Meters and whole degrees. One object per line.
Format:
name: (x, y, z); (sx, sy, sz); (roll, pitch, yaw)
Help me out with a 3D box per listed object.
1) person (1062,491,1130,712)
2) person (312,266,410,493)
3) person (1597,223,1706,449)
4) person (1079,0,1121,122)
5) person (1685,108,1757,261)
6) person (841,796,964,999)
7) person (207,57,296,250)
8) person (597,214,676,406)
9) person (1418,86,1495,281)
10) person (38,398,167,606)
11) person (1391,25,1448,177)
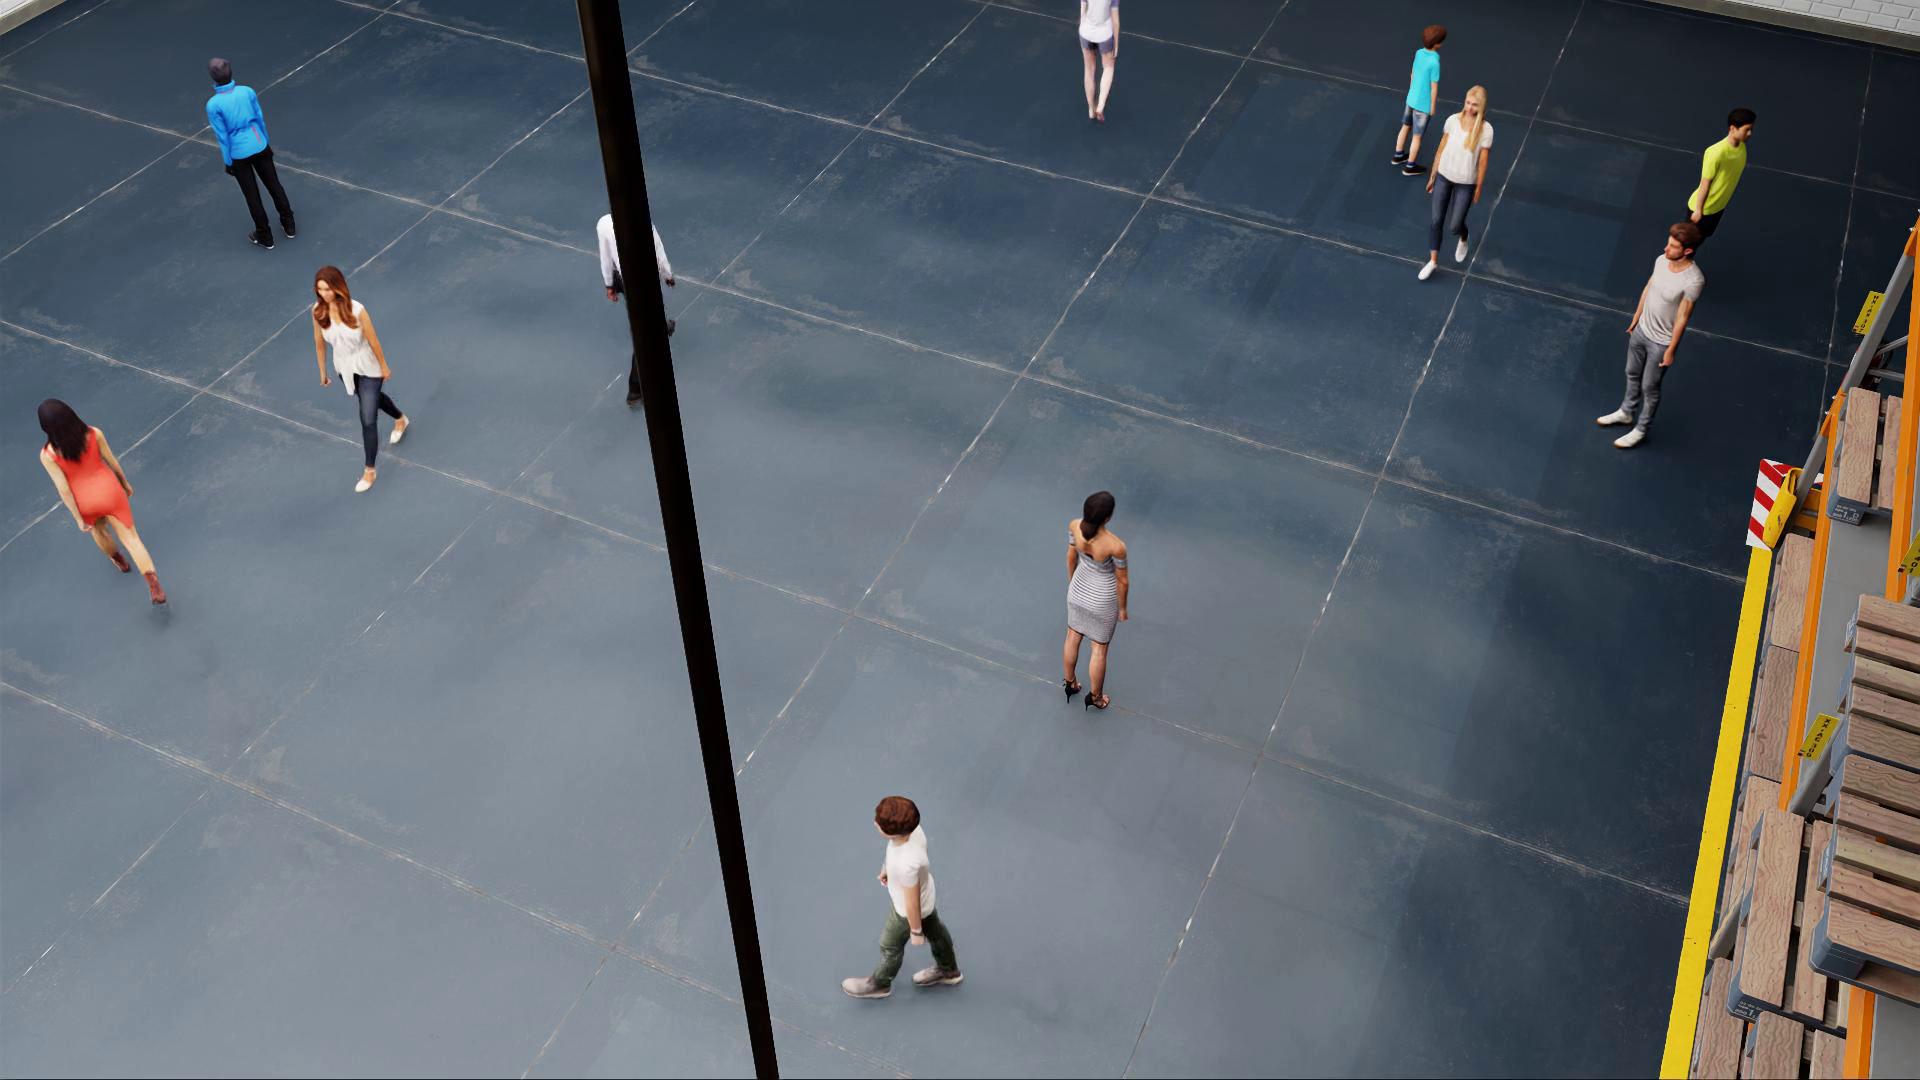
person: (0.834, 0.391, 10.523); (0.651, 1.822, 0.606); (29, 51, 27)
person: (-4.435, -1.309, 12.372); (0.796, 1.732, 1.172); (7, 44, 8)
person: (5.266, -1.555, 12.518); (0.810, 1.887, 0.740); (-12, 45, -12)
person: (1.306, -4.823, 16.046); (0.626, 1.752, 0.785); (13, 45, 13)
person: (6.317, -2.874, 14.032); (0.618, 1.708, 0.753); (-31, 52, -28)
person: (-0.185, 1.957, 9.015); (0.934, 1.633, 0.973); (-2, 44, -2)
person: (-6.204, -3.379, 14.504); (0.725, 1.789, 0.575); (31, 51, 28)
person: (-2.538, -1.902, 12.959); (0.784, 1.781, 1.332); (11, 45, 11)
person: (4.261, -3.076, 14.178); (0.720, 1.800, 0.856); (31, 51, 28)
person: (-5.792, -0.231, 11.274); (1.144, 1.686, 0.966); (-31, 52, -29)
person: (4.301, -4.126, 15.534); (0.645, 1.449, 0.584); (-14, 45, -14)
